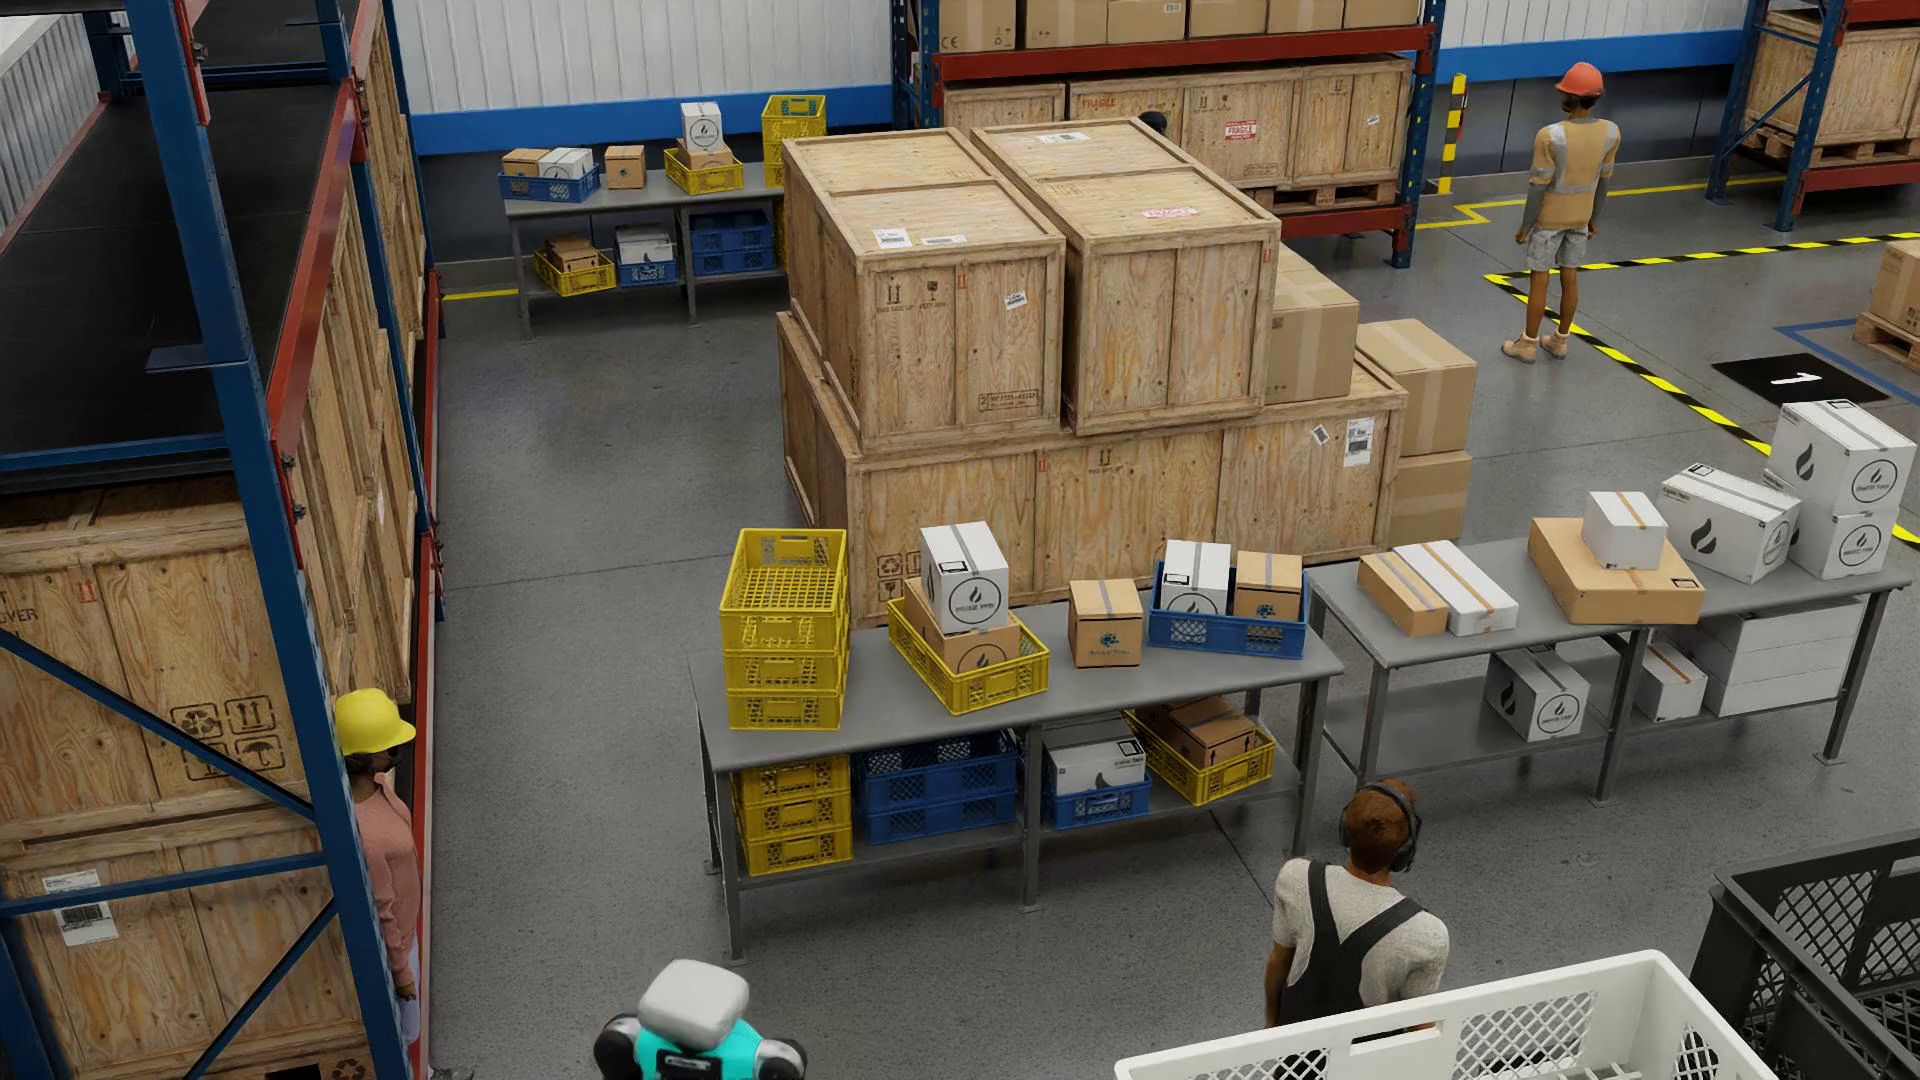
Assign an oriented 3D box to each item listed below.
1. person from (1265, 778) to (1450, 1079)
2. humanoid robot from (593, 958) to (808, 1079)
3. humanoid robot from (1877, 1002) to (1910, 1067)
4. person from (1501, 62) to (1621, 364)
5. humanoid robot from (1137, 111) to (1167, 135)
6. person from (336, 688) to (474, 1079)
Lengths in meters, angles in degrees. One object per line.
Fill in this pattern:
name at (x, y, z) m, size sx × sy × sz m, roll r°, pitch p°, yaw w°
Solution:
person at (1.108, 1.473, 4.823) m, size 0.503 × 1.839 × 0.338 m, roll 19°, pitch 34°, yaw 30°
humanoid robot at (-0.669, 1.921, 4.128) m, size 0.544 × 1.768 × 0.911 m, roll 6°, pitch 29°, yaw 11°
humanoid robot at (2.733, 1.605, 4.706) m, size 0.964 × 1.771 × 0.554 m, roll -15°, pitch 32°, yaw -25°
person at (4.055, -2.189, 11.254) m, size 0.607 × 2.043 × 0.377 m, roll -8°, pitch 30°, yaw -13°
humanoid robot at (1.231, -2.138, 11.540) m, size 0.376 × 1.655 × 0.603 m, roll 8°, pitch 30°, yaw 14°
person at (-1.807, 1.236, 5.331) m, size 0.337 × 1.761 × 0.522 m, roll -9°, pitch 30°, yaw -17°
